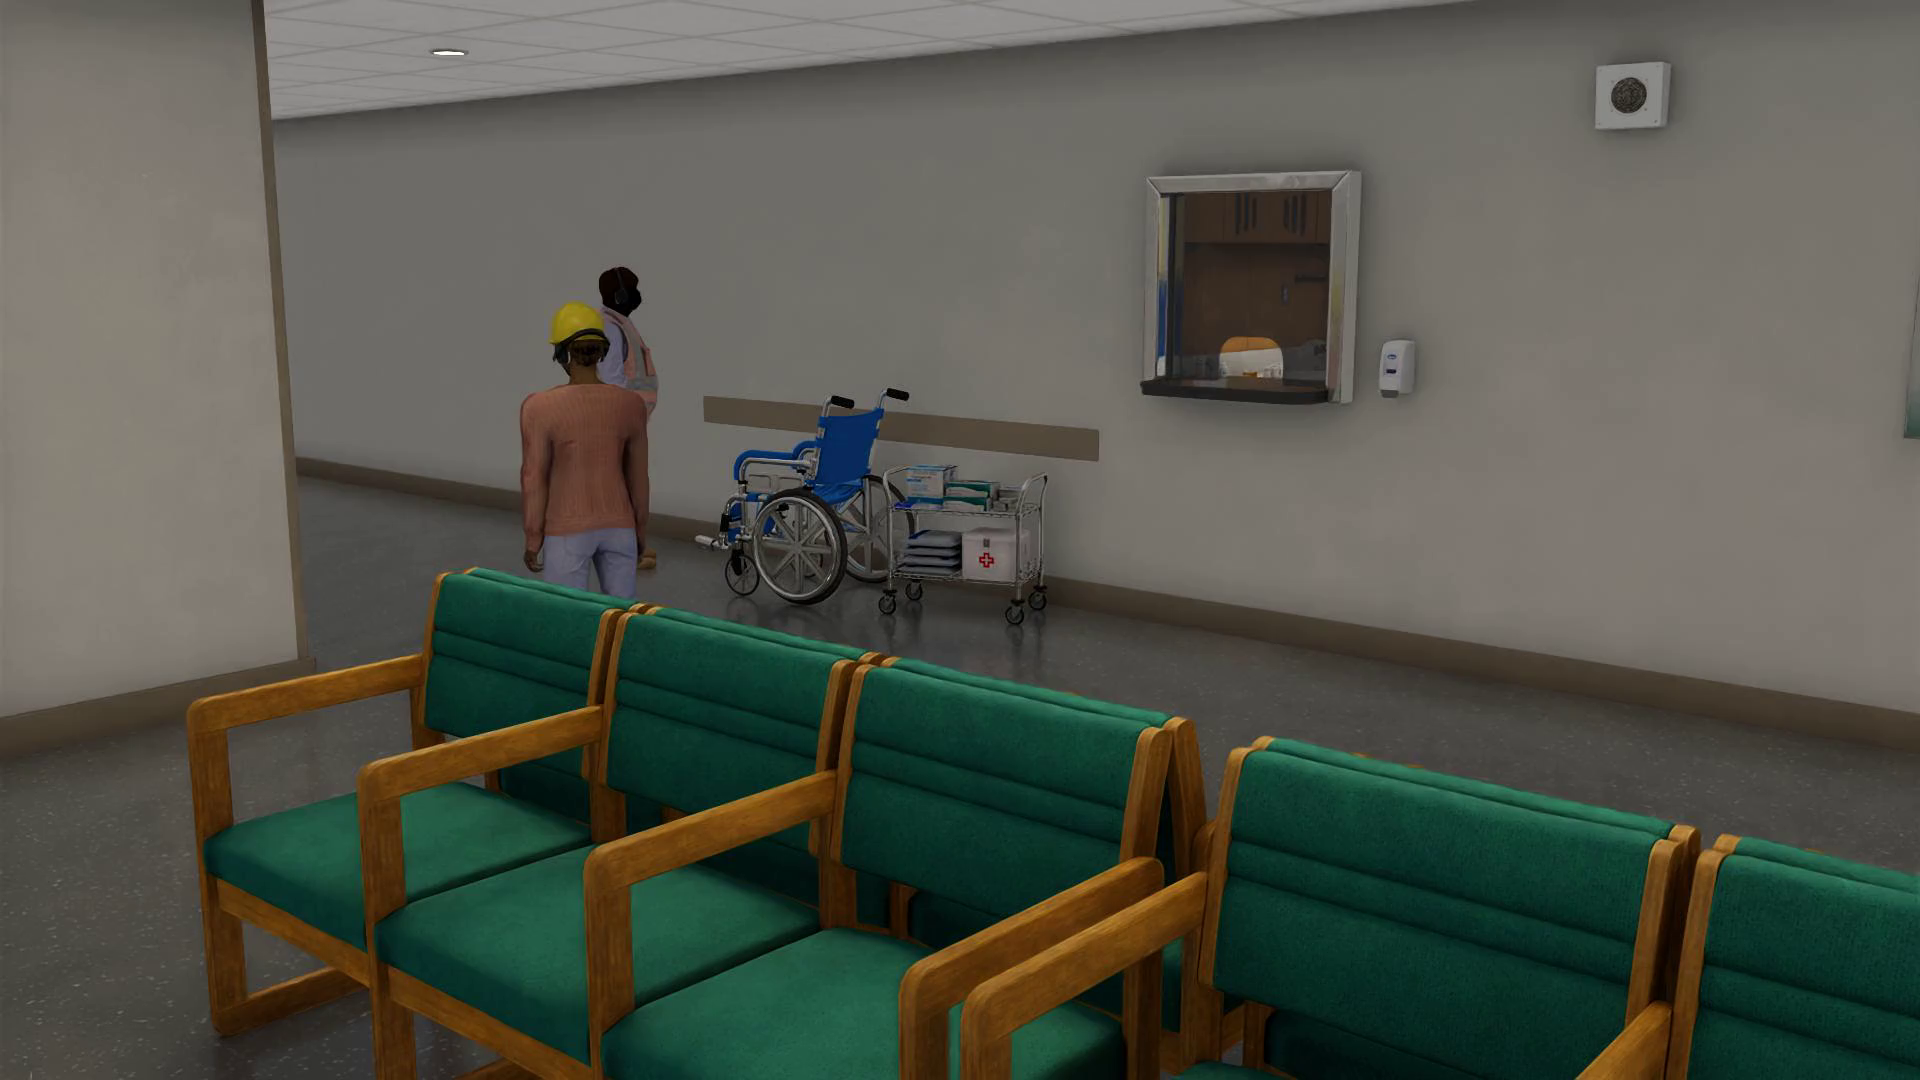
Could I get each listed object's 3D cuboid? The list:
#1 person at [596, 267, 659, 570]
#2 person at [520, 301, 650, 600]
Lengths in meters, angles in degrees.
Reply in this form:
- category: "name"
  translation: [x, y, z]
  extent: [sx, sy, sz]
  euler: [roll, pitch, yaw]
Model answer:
- category: "person"
  translation: [-2.062, -0.745, 10.218]
  extent: [0.429, 1.847, 0.625]
  euler: [-1, 10, -8]
- category: "person"
  translation: [-1.438, -0.031, 6.406]
  extent: [0.518, 1.756, 0.344]
  euler: [-8, 13, -38]
